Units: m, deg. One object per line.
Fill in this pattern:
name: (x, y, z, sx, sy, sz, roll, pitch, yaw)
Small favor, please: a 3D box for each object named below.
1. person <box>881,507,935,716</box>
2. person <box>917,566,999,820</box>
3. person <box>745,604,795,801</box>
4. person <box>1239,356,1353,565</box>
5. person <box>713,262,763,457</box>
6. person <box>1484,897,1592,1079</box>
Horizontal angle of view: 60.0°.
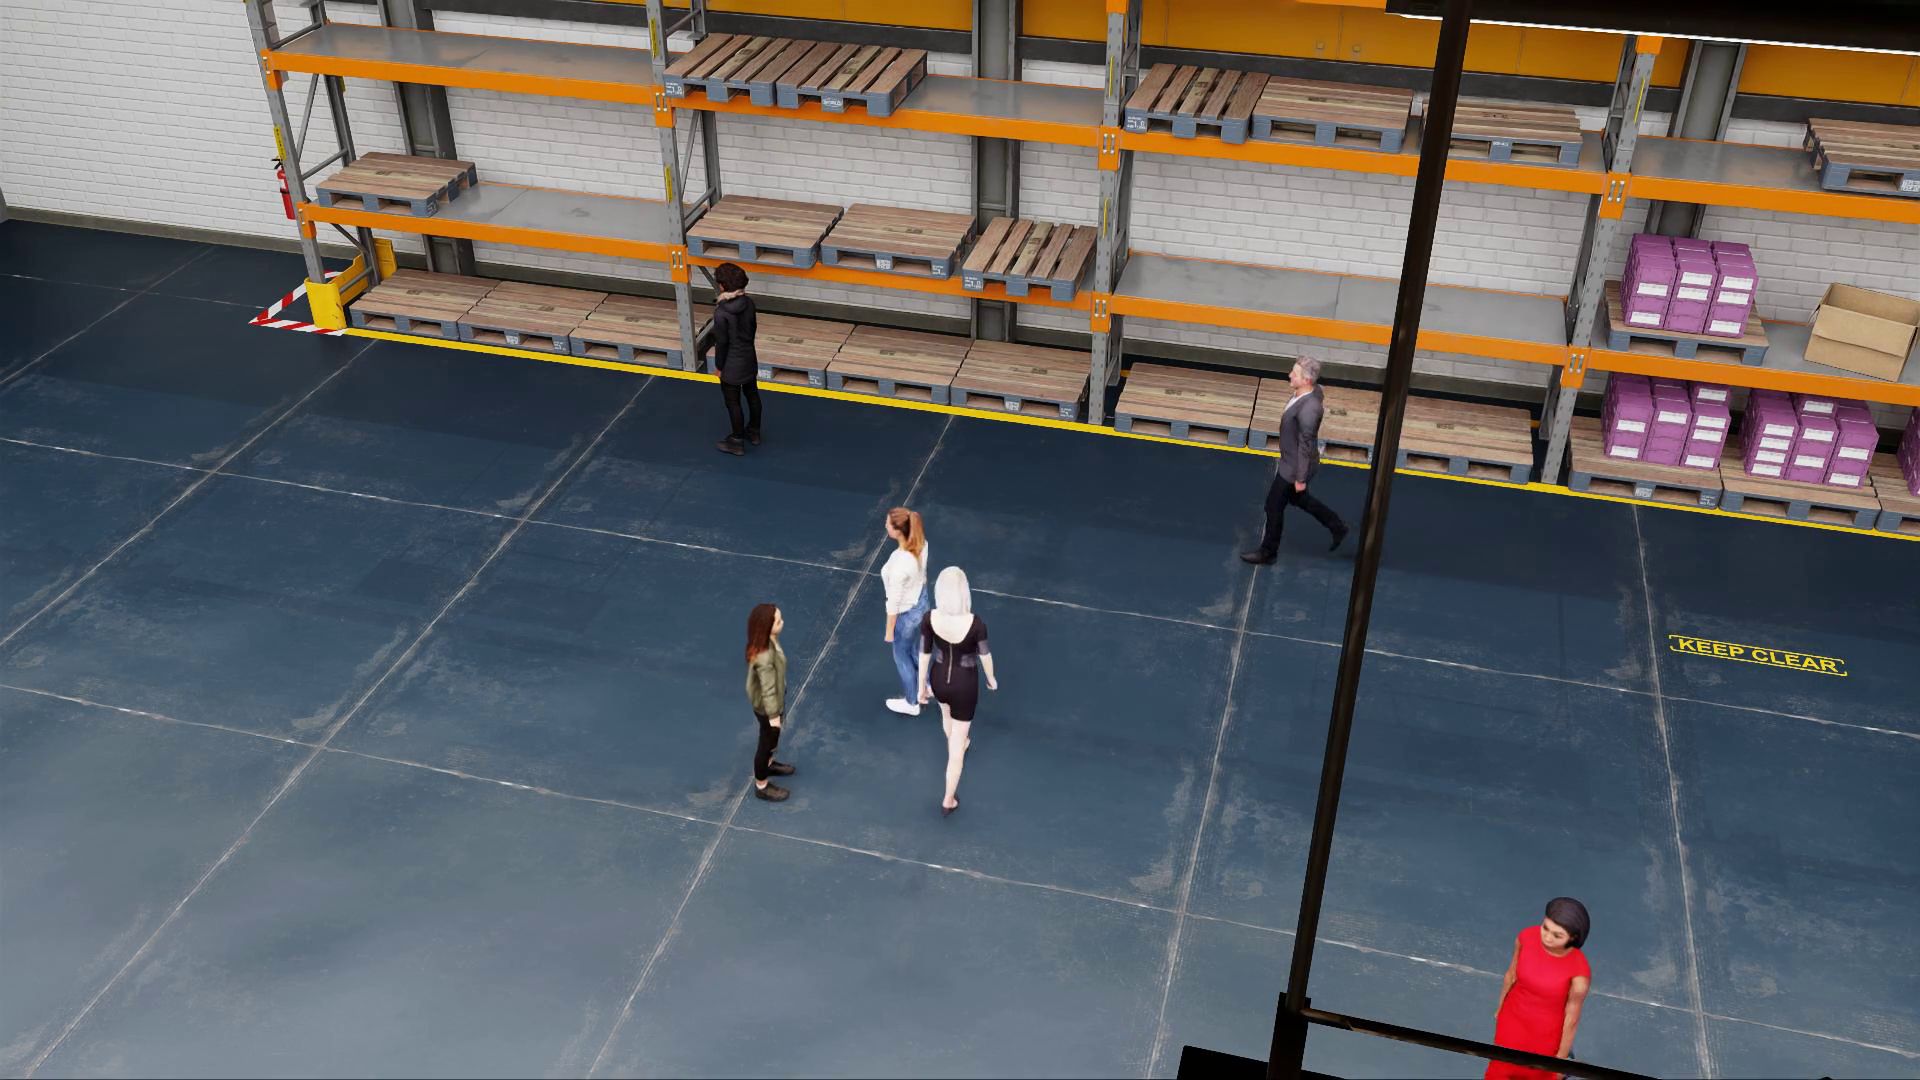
person: (-0.278, 0.518, 11.346, 0.708, 1.713, 0.656, 13, 36, 19)
person: (-0.063, 1.012, 10.522, 0.944, 1.802, 0.693, 11, 35, 15)
person: (-1.249, 1.034, 10.785, 0.584, 1.474, 0.624, 0, 34, -1)
person: (2.697, -0.589, 12.924, 1.115, 1.810, 0.794, 5, 34, 8)
person: (-1.931, -1.572, 14.429, 0.727, 1.780, 0.717, 23, 40, 31)
person: (2.971, 2.438, 8.450, 0.994, 1.721, 1.020, -25, 41, -32)
